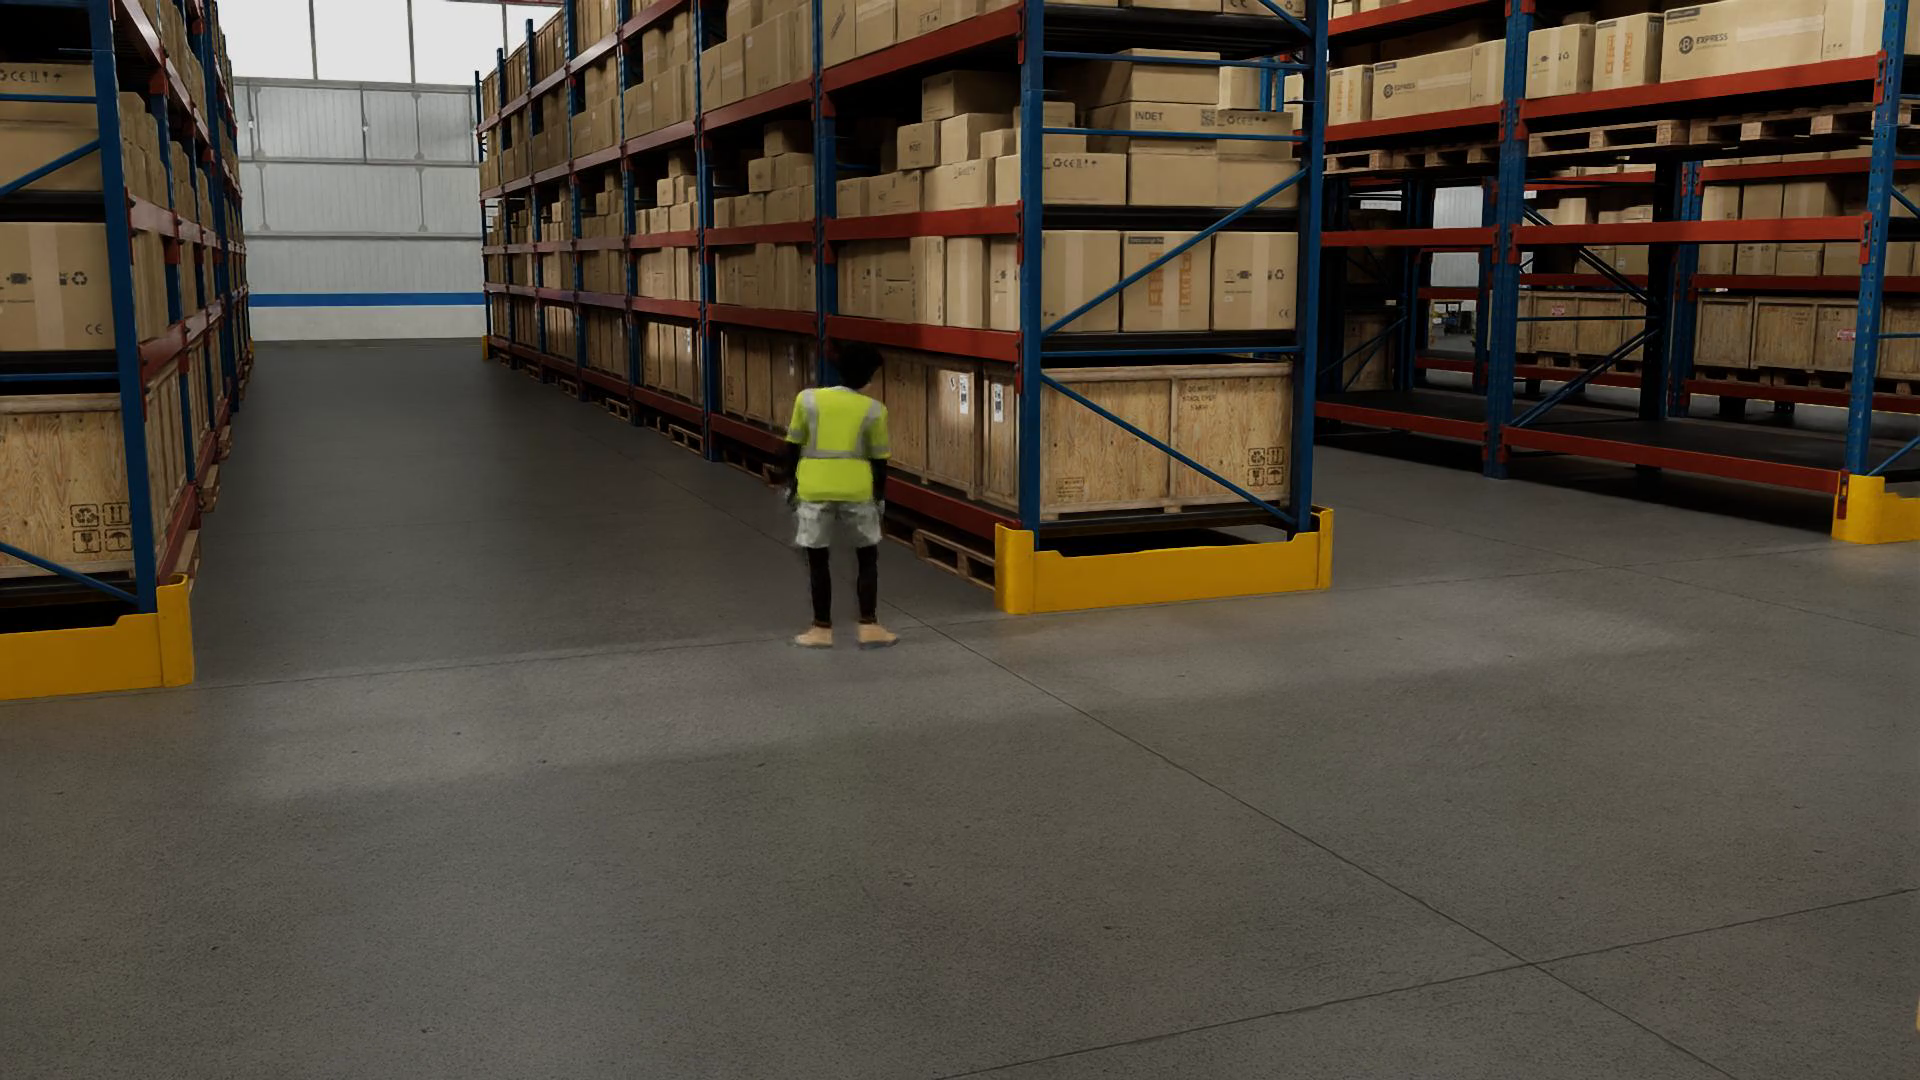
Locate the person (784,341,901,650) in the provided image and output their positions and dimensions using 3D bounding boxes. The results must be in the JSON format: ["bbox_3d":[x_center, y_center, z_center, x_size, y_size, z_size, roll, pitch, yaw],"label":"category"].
[{"bbox_3d":[-0.636,-0.225,8.869,0.611,1.662,0.332,-1,10,-7],"label":"person"}]
